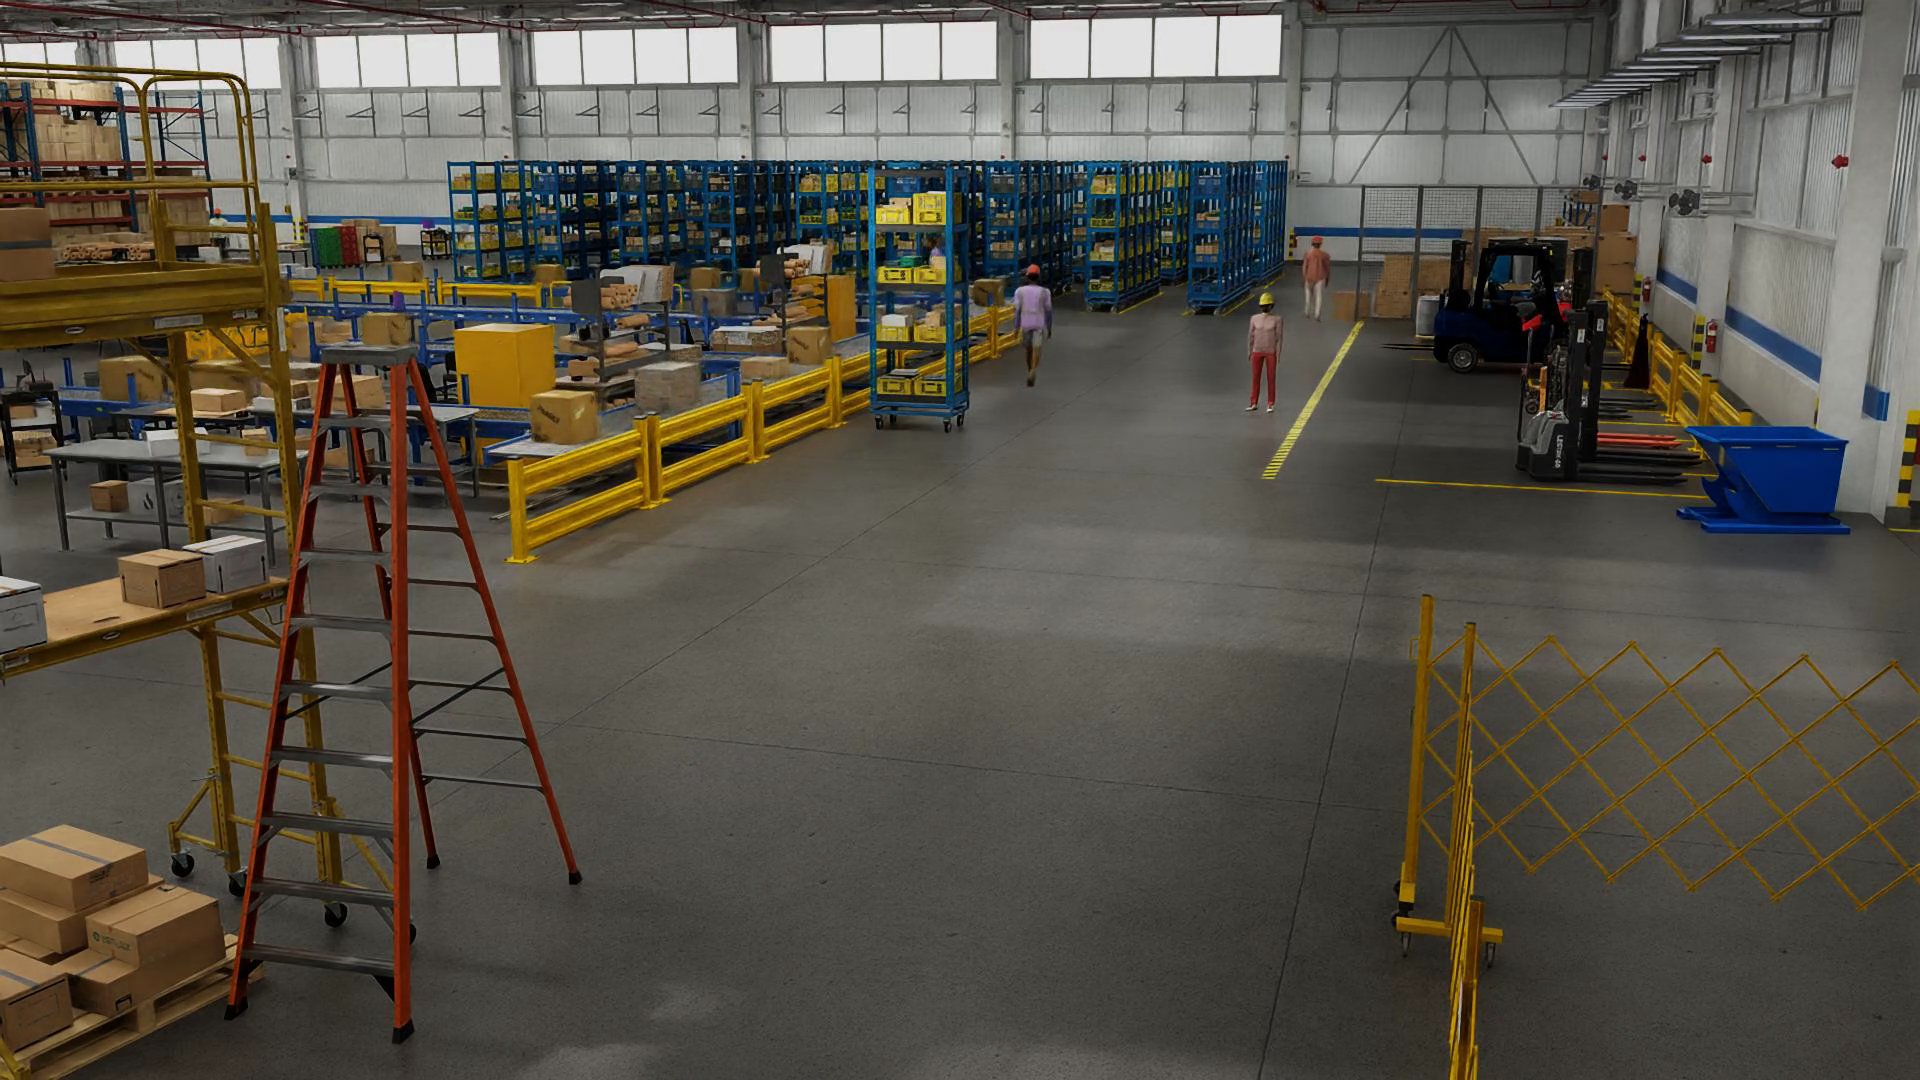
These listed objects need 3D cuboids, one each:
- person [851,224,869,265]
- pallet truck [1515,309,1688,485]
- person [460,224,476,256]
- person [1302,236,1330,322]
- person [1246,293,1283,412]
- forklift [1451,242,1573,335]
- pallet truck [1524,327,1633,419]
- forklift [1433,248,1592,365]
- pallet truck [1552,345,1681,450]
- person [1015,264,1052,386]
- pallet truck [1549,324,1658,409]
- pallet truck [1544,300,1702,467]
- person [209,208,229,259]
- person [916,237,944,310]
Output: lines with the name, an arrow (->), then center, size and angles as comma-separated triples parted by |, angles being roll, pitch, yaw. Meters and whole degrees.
person -> -3.005, -8.566, 49.567 | 0.592, 1.830, 0.404 | -4, 14, -17
pallet truck -> 7.554, -1.677, 19.446 | 1.885, 1.965, 0.823 | 3, 13, 14
person -> -18.613, -11.575, 62.815 | 0.811, 1.701, 0.591 | 6, 14, 23
person -> 8.203, -6.016, 38.323 | 0.649, 1.944, 1.039 | 1, 13, 4
person -> 4.531, -2.786, 24.741 | 0.525, 1.769, 0.309 | 6, 14, 26
forklift -> 10.464, -4.597, 31.405 | 2.680, 1.987, 1.157 | 4, 14, 16
pallet truck -> 9.065, -2.460, 24.370 | 1.522, 1.261, 0.704 | 3, 13, 14
forklift -> 9.780, -4.111, 29.280 | 2.680, 1.987, 1.157 | 3, 13, 14
pallet truck -> 8.641, -1.896, 21.908 | 1.630, 1.274, 0.653 | 4, 14, 16
person -> 1.204, -3.561, 27.569 | 0.613, 2.018, 0.885 | 3, 13, 11
pallet truck -> 9.824, -2.669, 25.407 | 1.601, 1.201, 0.680 | 4, 14, 16
pallet truck -> 8.263, -1.952, 20.631 | 1.885, 1.965, 0.823 | 5, 14, 20
person -> -25.589, -10.465, 57.438 | 0.652, 1.976, 0.545 | -3, 13, -12
person -> -0.707, -6.469, 40.570 | 0.965, 1.793, 0.587 | 2, 13, 10
